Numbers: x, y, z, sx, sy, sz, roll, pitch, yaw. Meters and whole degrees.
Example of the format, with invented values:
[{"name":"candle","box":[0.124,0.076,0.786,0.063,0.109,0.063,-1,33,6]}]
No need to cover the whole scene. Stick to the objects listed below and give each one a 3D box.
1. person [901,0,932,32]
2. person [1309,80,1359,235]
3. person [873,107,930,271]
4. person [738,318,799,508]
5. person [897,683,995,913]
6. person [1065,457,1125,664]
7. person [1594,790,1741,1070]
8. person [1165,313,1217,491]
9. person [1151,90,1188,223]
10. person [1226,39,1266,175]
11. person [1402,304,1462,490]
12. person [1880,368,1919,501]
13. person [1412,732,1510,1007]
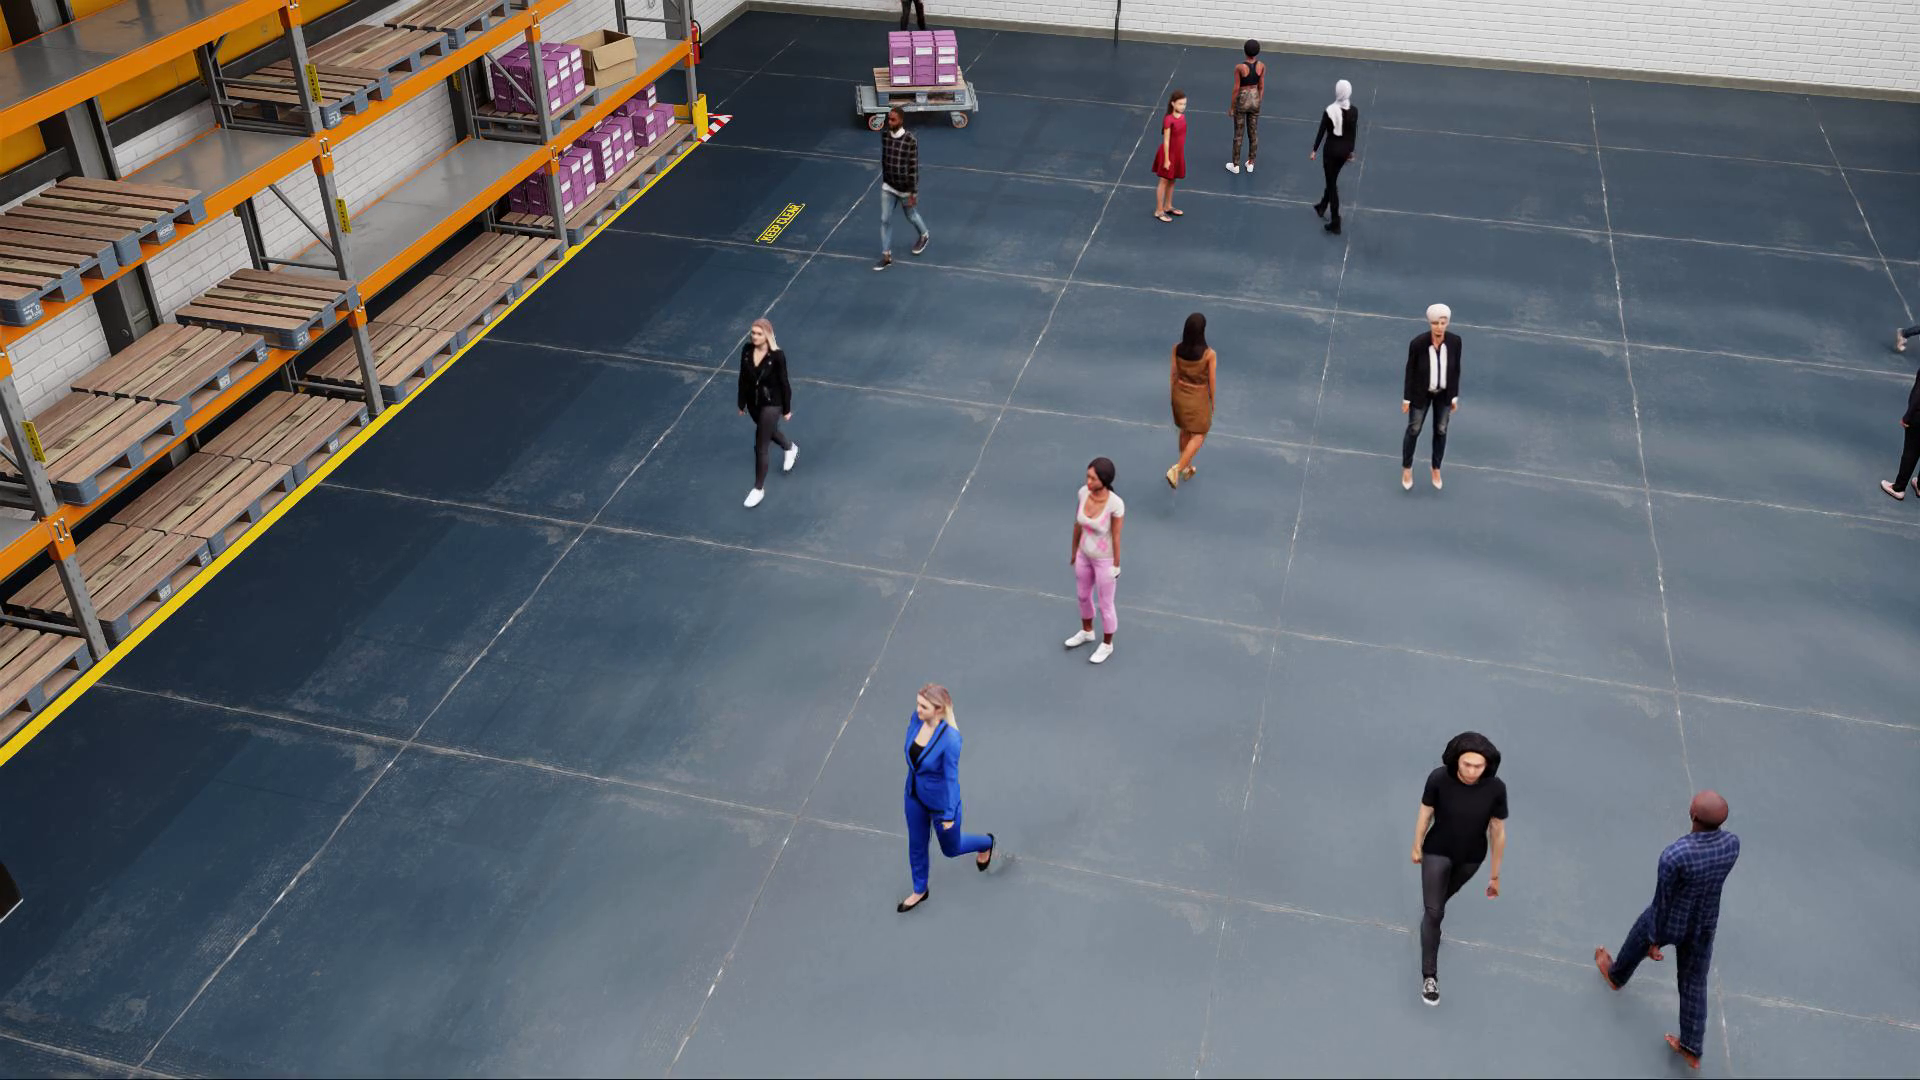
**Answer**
[{"name":"person","box":[-0.776,-8.295,25.322,0.746,1.603,1.119,15,36,21]},{"name":"person","box":[4.420,-4.420,19.359,0.949,1.751,1.073,-13,36,-18]},{"name":"person","box":[-0.612,-3.984,18.673,0.929,1.784,1.275,20,38,27]},{"name":"person","box":[-1.672,-1.202,14.612,0.773,1.646,1.212,15,37,22]},{"name":"person","box":[-0.095,1.582,10.390,1.078,1.684,0.926,-27,42,-34]},{"name":"person","box":[1.037,0.130,12.523,0.646,1.740,0.654,26,42,33]},{"name":"person","box":[4.130,2.199,9.381,1.005,1.773,1.272,-7,34,-10]},{"name":"person","box":[1.997,-1.161,14.525,0.748,1.675,0.967,20,38,27]},{"name":"person","box":[2.515,-4.600,19.810,0.712,1.552,0.648,24,41,32]},{"name":"person","box":[3.623,-5.487,21.010,0.657,1.700,0.674,-7,34,-11]},{"name":"person","box":[4.135,-1.252,14.439,0.771,1.779,0.665,1,34,2]},{"name":"person","box":[8.469,-1.091,14.473,0.733,1.616,0.739,-3,34,-4]},{"name":"person","box":[2.963,1.803,9.957,0.741,1.795,1.155,4,34,7]}]
